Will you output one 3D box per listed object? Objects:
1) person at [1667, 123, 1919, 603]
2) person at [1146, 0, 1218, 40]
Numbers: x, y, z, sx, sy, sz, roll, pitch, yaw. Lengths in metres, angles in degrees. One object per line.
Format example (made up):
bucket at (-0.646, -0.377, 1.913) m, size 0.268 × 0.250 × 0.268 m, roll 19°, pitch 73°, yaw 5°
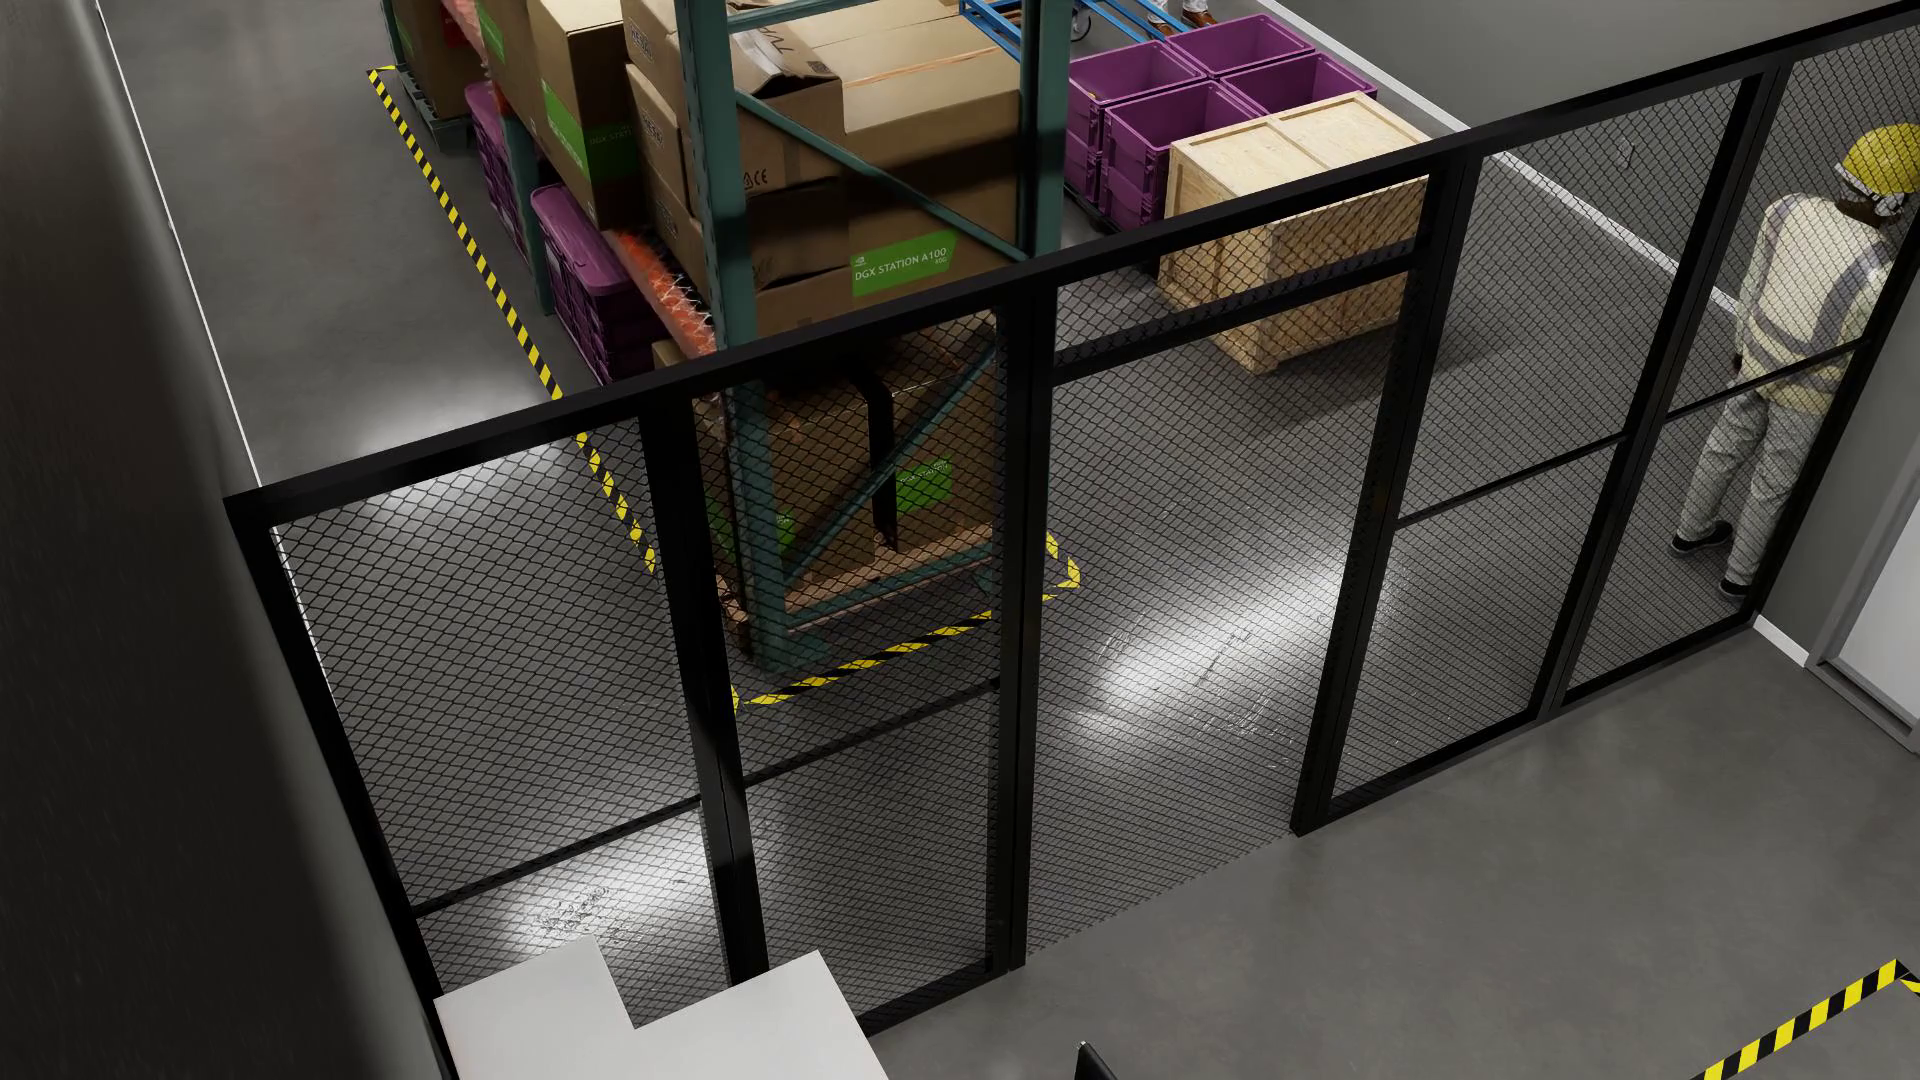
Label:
person at (2.856, -0.570, 5.647) m, size 0.404 × 1.833 × 0.587 m, roll -14°, pitch 44°, yaw -15°
person at (1.272, -3.628, 8.914) m, size 0.631 × 1.940 × 0.372 m, roll -22°, pitch 47°, yaw -22°
